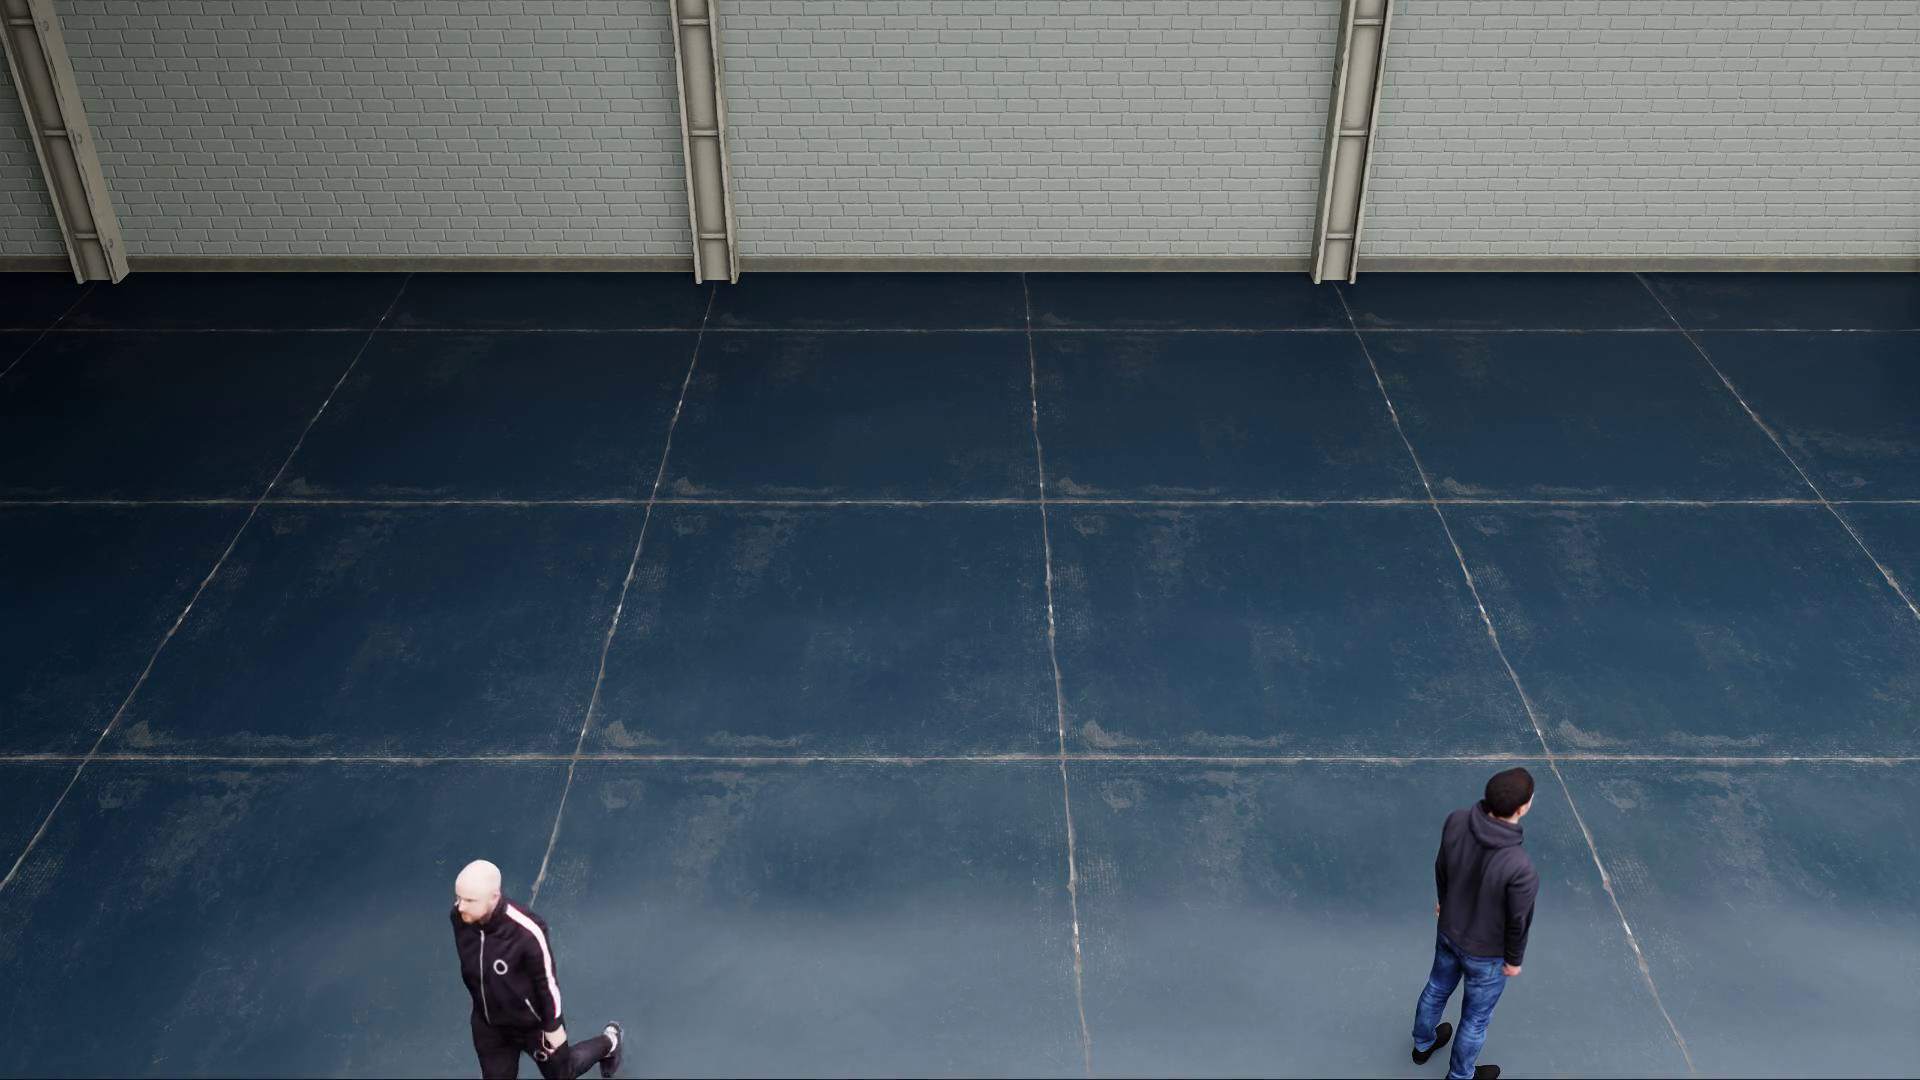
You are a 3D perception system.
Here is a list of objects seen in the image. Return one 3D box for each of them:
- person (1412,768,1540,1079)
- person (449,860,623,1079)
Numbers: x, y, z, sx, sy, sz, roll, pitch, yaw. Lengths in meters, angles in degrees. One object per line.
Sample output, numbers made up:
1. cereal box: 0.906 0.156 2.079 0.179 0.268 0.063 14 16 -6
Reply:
1. person: 2.395 1.824 7.745 0.770 1.895 0.761 -19 38 -27
2. person: -1.908 2.059 7.464 1.146 1.807 1.018 13 35 19
